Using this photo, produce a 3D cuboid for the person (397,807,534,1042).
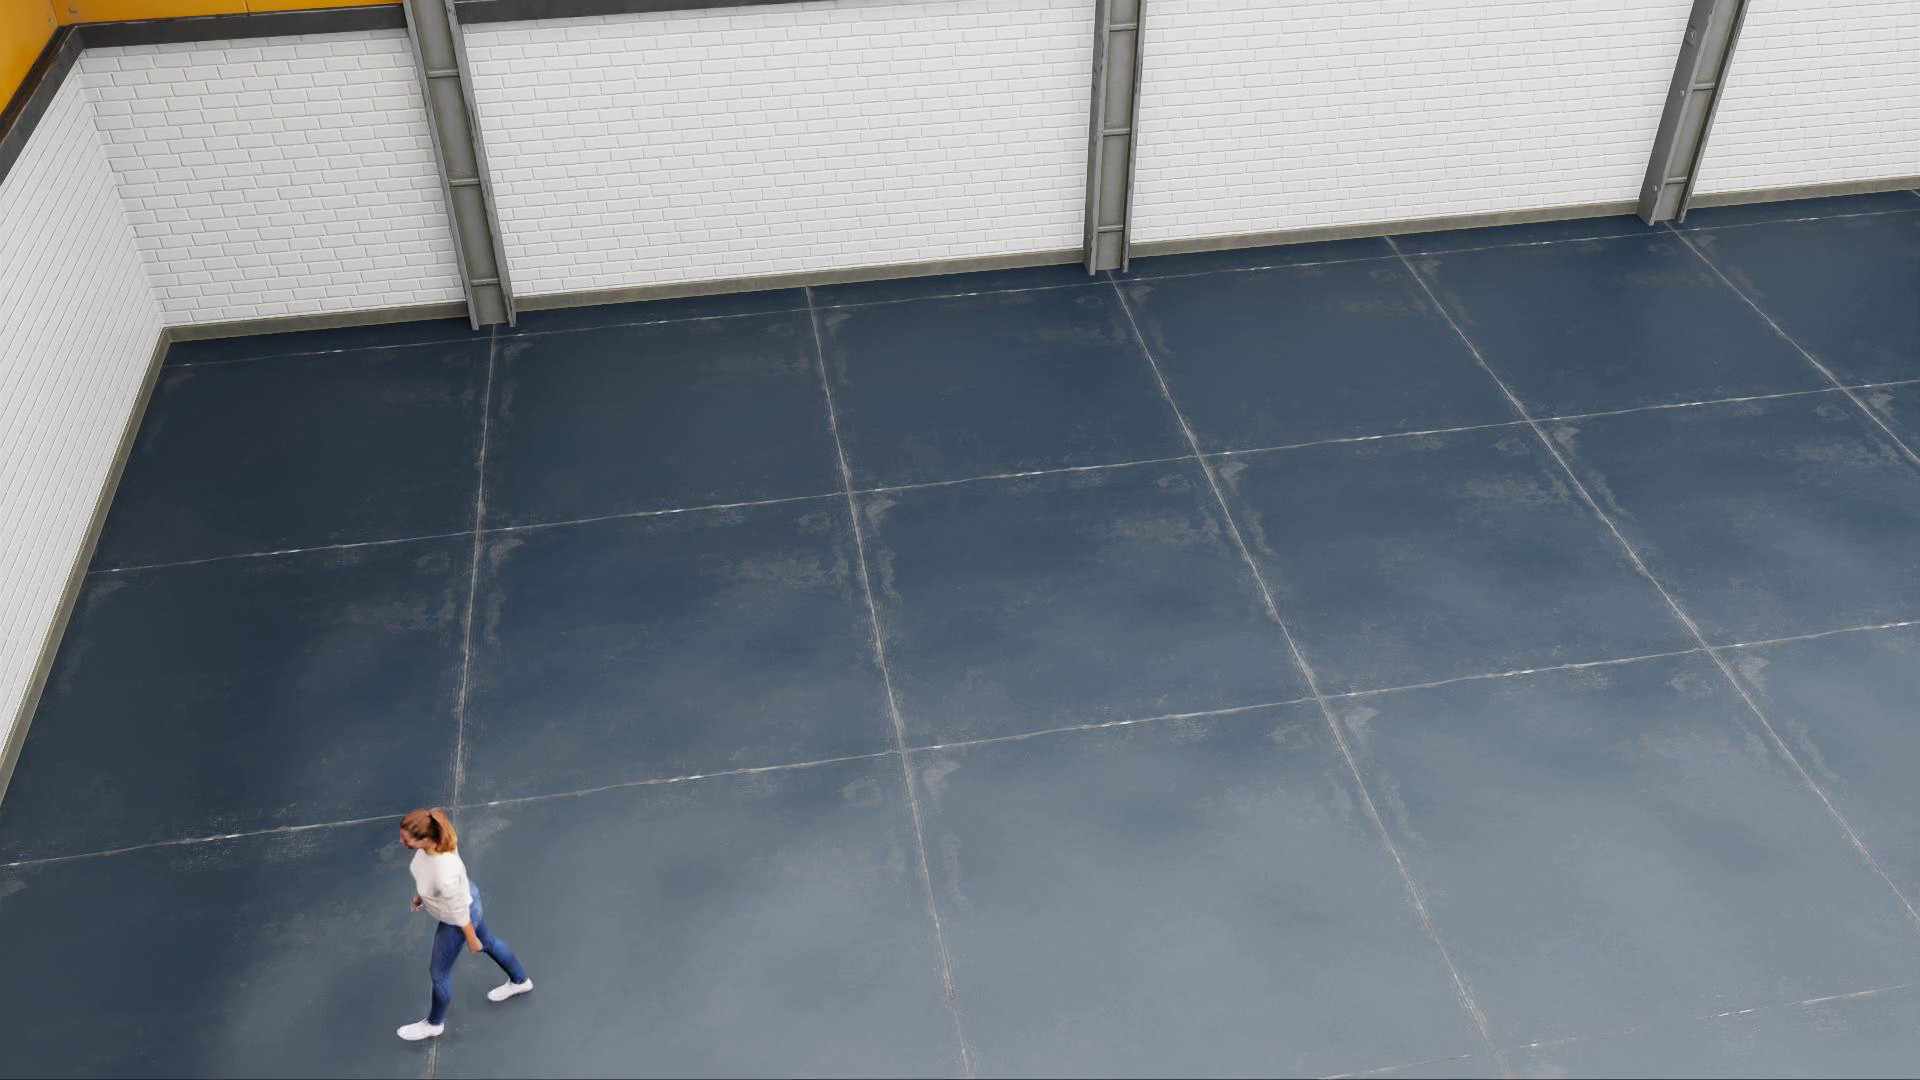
[{"bbox_3d":[-2.719,2.075,9.301,1.045,1.689,0.738,-12,40,-15],"label":"person"}]
